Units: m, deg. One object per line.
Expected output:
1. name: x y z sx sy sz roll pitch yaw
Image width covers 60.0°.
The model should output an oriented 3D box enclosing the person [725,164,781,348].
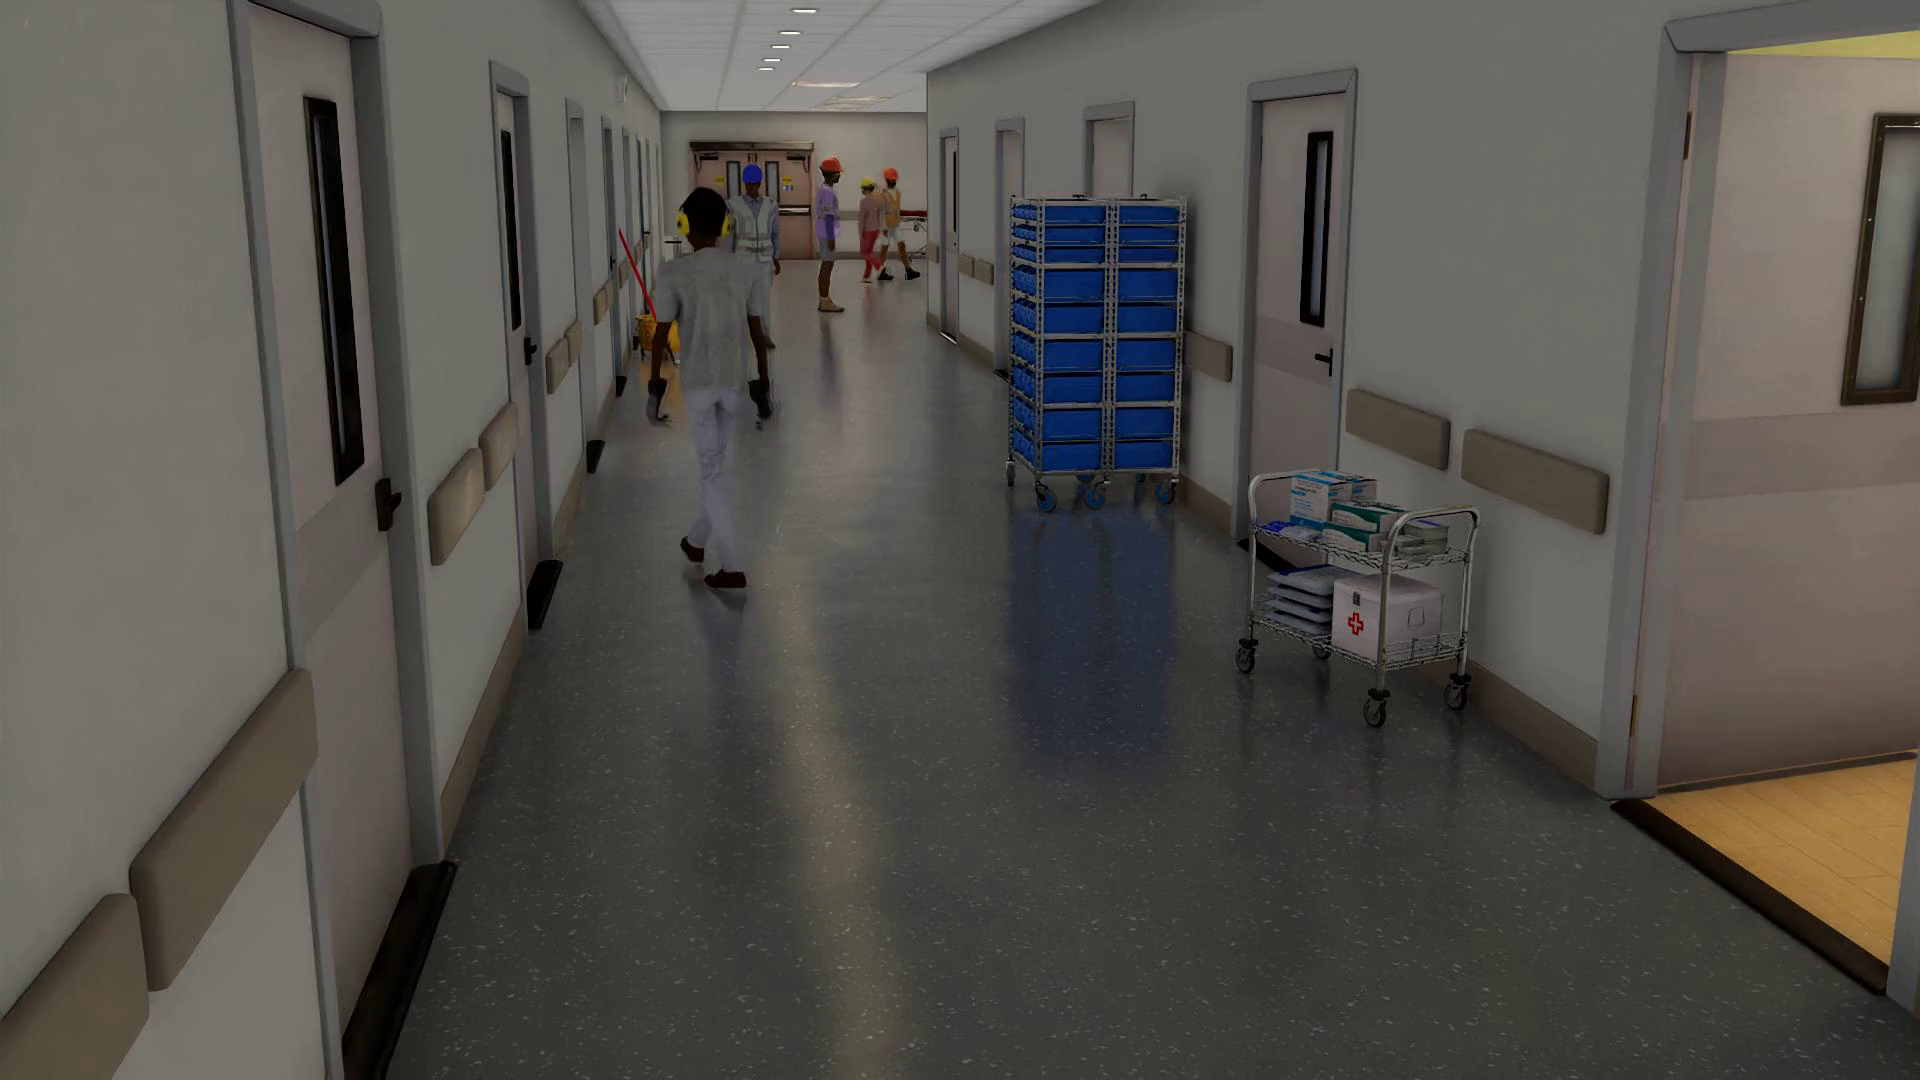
1. person: -2.196 -3.006 17.713 0.606 1.944 0.403 -5 14 -22

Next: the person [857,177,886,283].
1. person: -1.458 -5.120 27.536 0.597 1.743 0.534 9 15 34

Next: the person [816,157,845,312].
1. person: -1.725 -4.070 22.218 0.394 2.041 0.612 -2 13 -10

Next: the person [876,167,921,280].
1. person: -1.076 -5.321 28.114 0.934 1.890 0.559 11 17 41

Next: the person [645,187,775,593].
1. person: -1.207 -0.709 7.763 0.519 1.824 0.865 -9 15 -34
